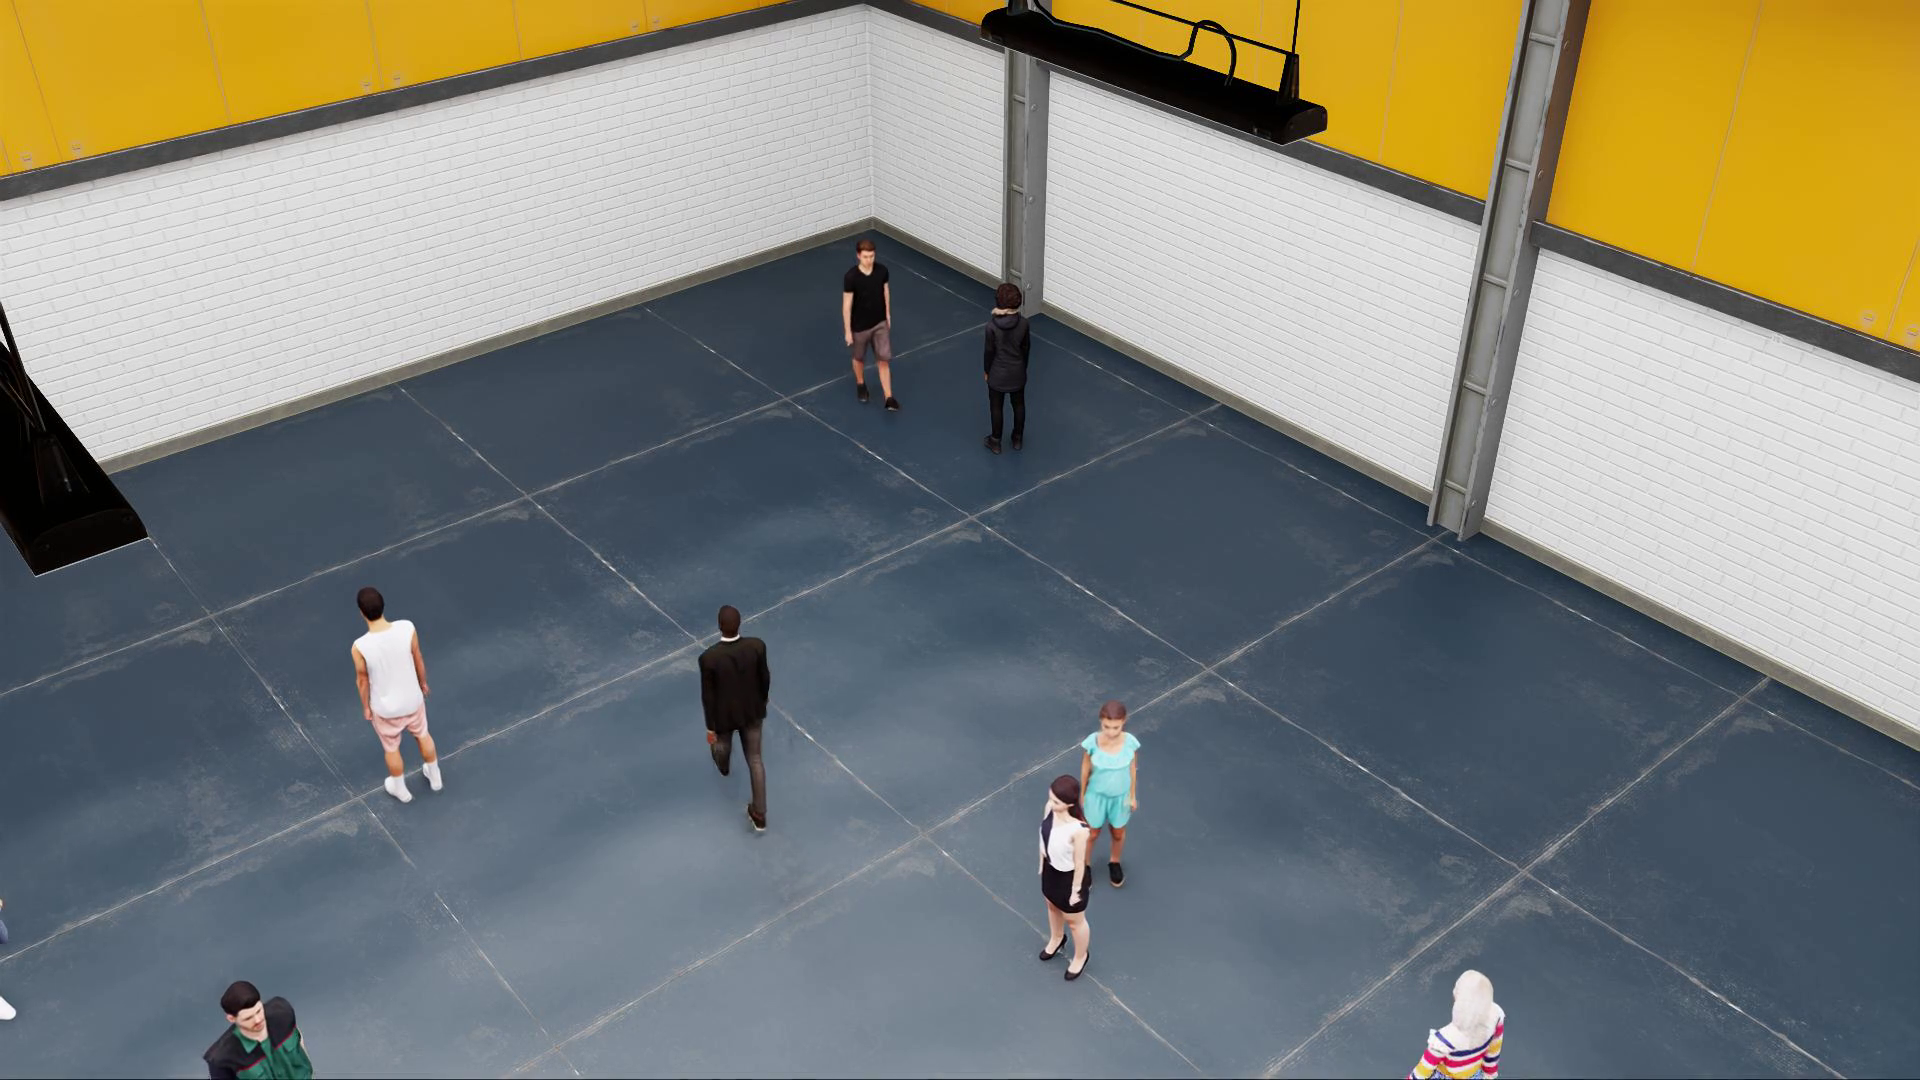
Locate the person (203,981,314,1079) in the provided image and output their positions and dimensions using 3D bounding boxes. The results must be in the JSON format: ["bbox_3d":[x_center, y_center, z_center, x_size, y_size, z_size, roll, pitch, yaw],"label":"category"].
[{"bbox_3d":[-3.736,3.025,8.977,1.272,1.851,0.904,22,40,30],"label":"person"}]

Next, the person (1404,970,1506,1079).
[{"bbox_3d":[2.725,3.053,8.993,0.758,1.787,0.952,-18,38,-25],"label":"person"}]

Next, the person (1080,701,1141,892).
[{"bbox_3d":[1.014,1.701,11.238,0.654,1.554,0.702,0,34,-1],"label":"person"}]

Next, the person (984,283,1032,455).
[{"bbox_3d":[0.458,-1.652,16.077,0.716,1.781,0.735,-9,35,-13],"label":"person"}]

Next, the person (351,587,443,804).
[{"bbox_3d":[-4.041,1.122,11.902,0.652,1.782,0.567,-22,40,-30],"label":"person"}]

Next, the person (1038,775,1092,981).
[{"bbox_3d":[0.668,2.123,10.520,0.599,1.646,0.464,-24,40,-31],"label":"person"}]

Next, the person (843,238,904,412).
[{"bbox_3d":[-0.964,-2.244,16.924,0.921,1.829,1.180,-14,36,-19],"label":"person"}]

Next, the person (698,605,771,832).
[{"bbox_3d":[-1.520,1.281,11.686,0.903,1.757,1.222,-14,36,-20],"label":"person"}]
